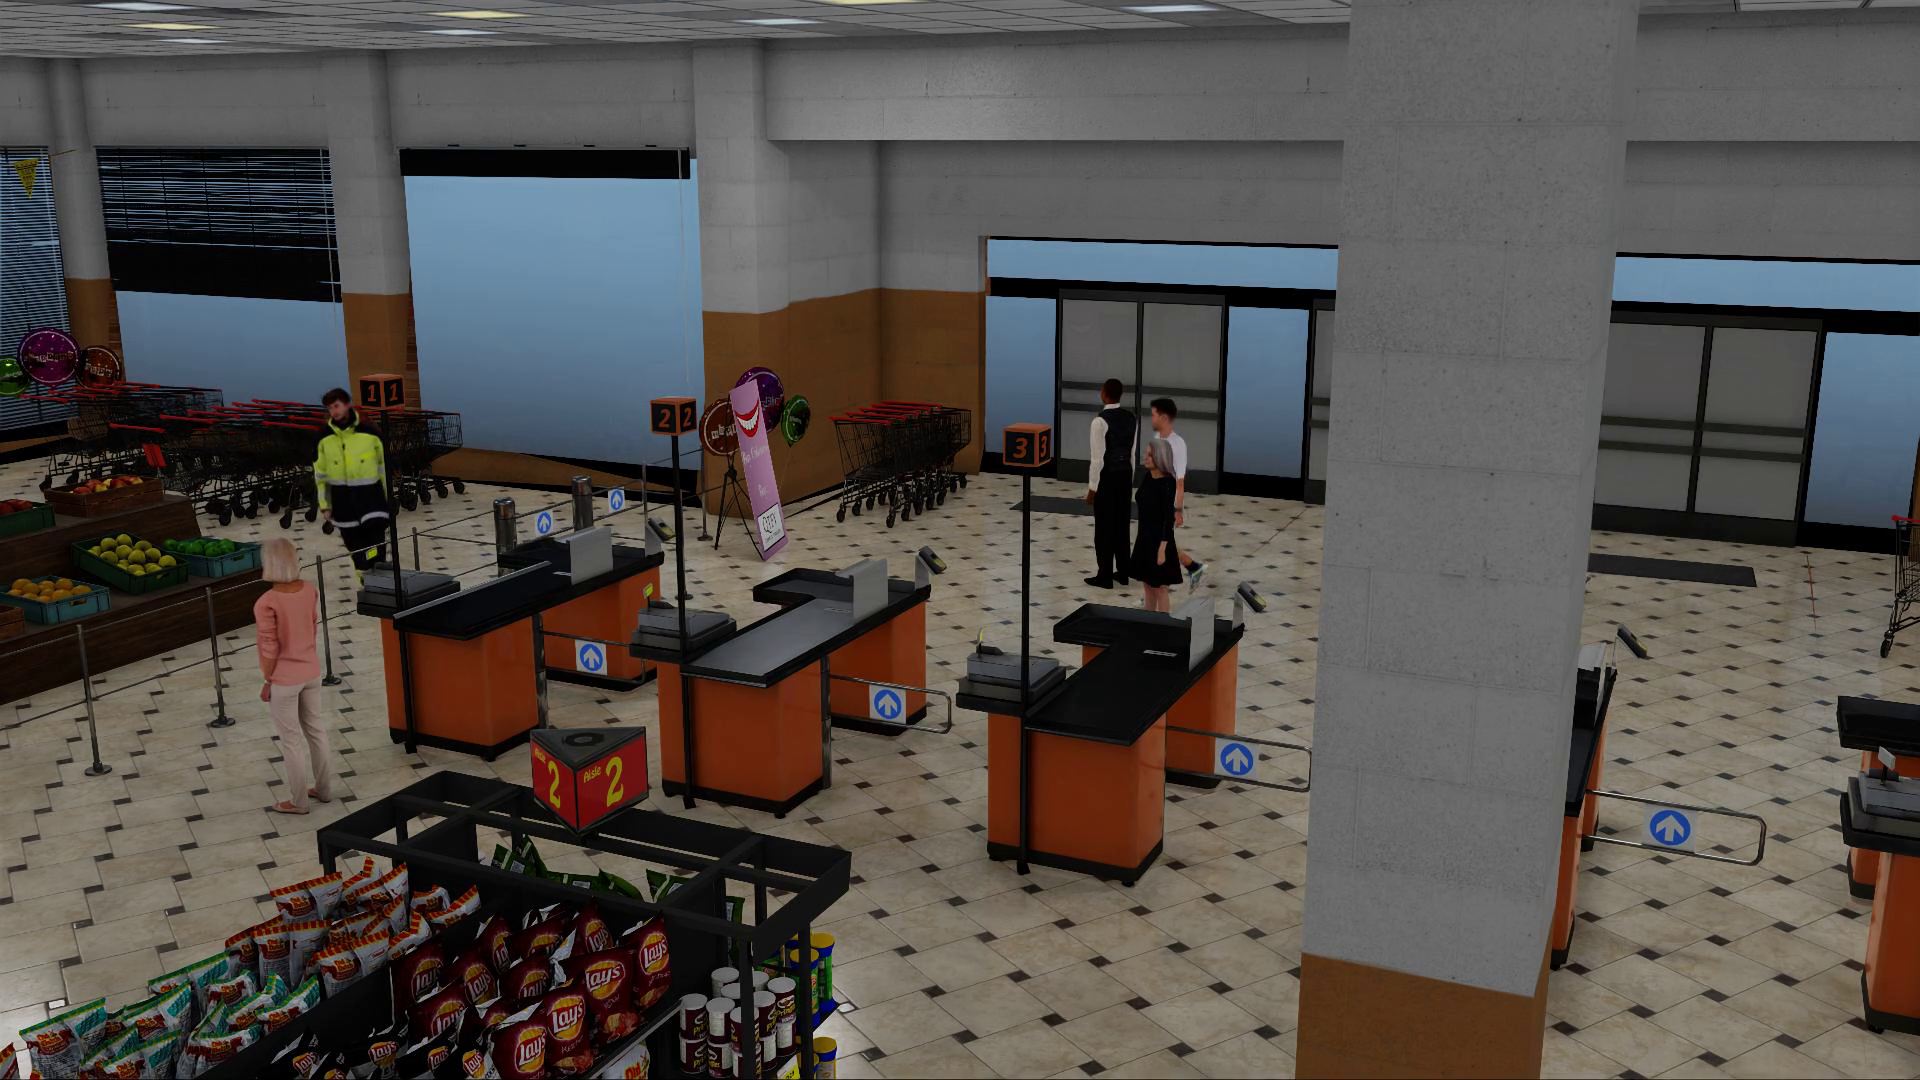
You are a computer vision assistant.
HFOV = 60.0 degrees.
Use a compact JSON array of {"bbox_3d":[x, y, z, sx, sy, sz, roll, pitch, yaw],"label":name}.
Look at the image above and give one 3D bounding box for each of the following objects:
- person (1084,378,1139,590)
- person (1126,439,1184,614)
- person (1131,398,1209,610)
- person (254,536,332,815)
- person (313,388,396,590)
[{"bbox_3d":[1.391,-0.523,15.184,0.703,1.919,0.836,-10,17,-36],"label":"person"},{"bbox_3d":[1.537,0.056,13.163,0.749,1.747,0.697,-6,15,-23],"label":"person"},{"bbox_3d":[1.860,-0.321,14.535,1.116,1.833,1.067,-6,15,-23],"label":"person"},{"bbox_3d":[-4.054,0.810,10.101,0.660,1.724,0.460,6,15,22],"label":"person"},{"bbox_3d":[-5.226,-0.349,14.469,1.257,1.918,1.367,-4,14,-16],"label":"person"}]
